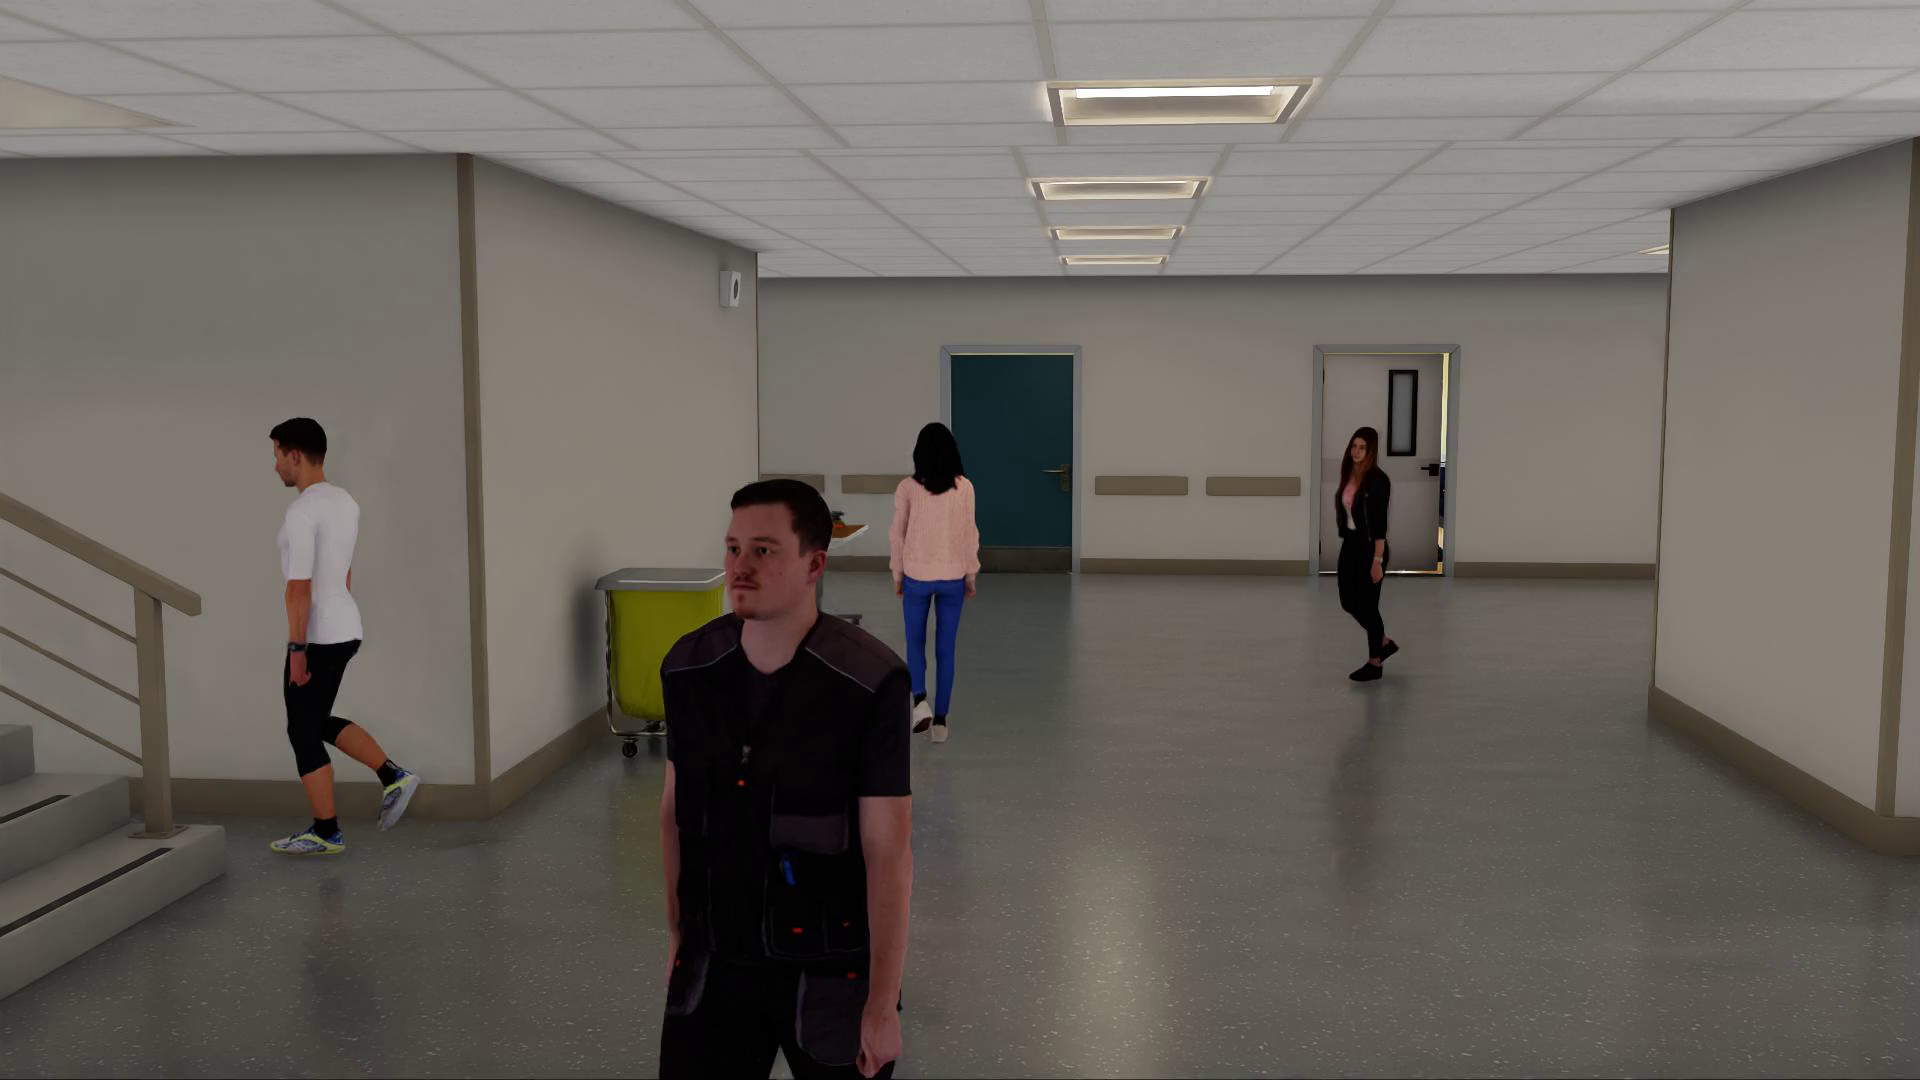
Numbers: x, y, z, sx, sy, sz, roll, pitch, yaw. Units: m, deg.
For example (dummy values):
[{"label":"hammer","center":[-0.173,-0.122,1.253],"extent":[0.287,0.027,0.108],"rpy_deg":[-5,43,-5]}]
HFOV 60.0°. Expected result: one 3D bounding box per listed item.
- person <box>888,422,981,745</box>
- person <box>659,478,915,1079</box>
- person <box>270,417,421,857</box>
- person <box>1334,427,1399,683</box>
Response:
[{"label":"person","center":[-0.144,0.244,9.028],"extent":[0.663,1.763,0.739],"rpy_deg":[0,6,2]},{"label":"person","center":[-0.287,0.802,3.188],"extent":[1.069,1.821,1.008],"rpy_deg":[2,6,23]},{"label":"person","center":[-2.601,0.413,7.020],"extent":[0.818,1.827,0.703],"rpy_deg":[0,6,-1]},{"label":"person","center":[2.695,0.102,10.895],"extent":[0.942,1.672,0.854],"rpy_deg":[-1,6,-13]}]
